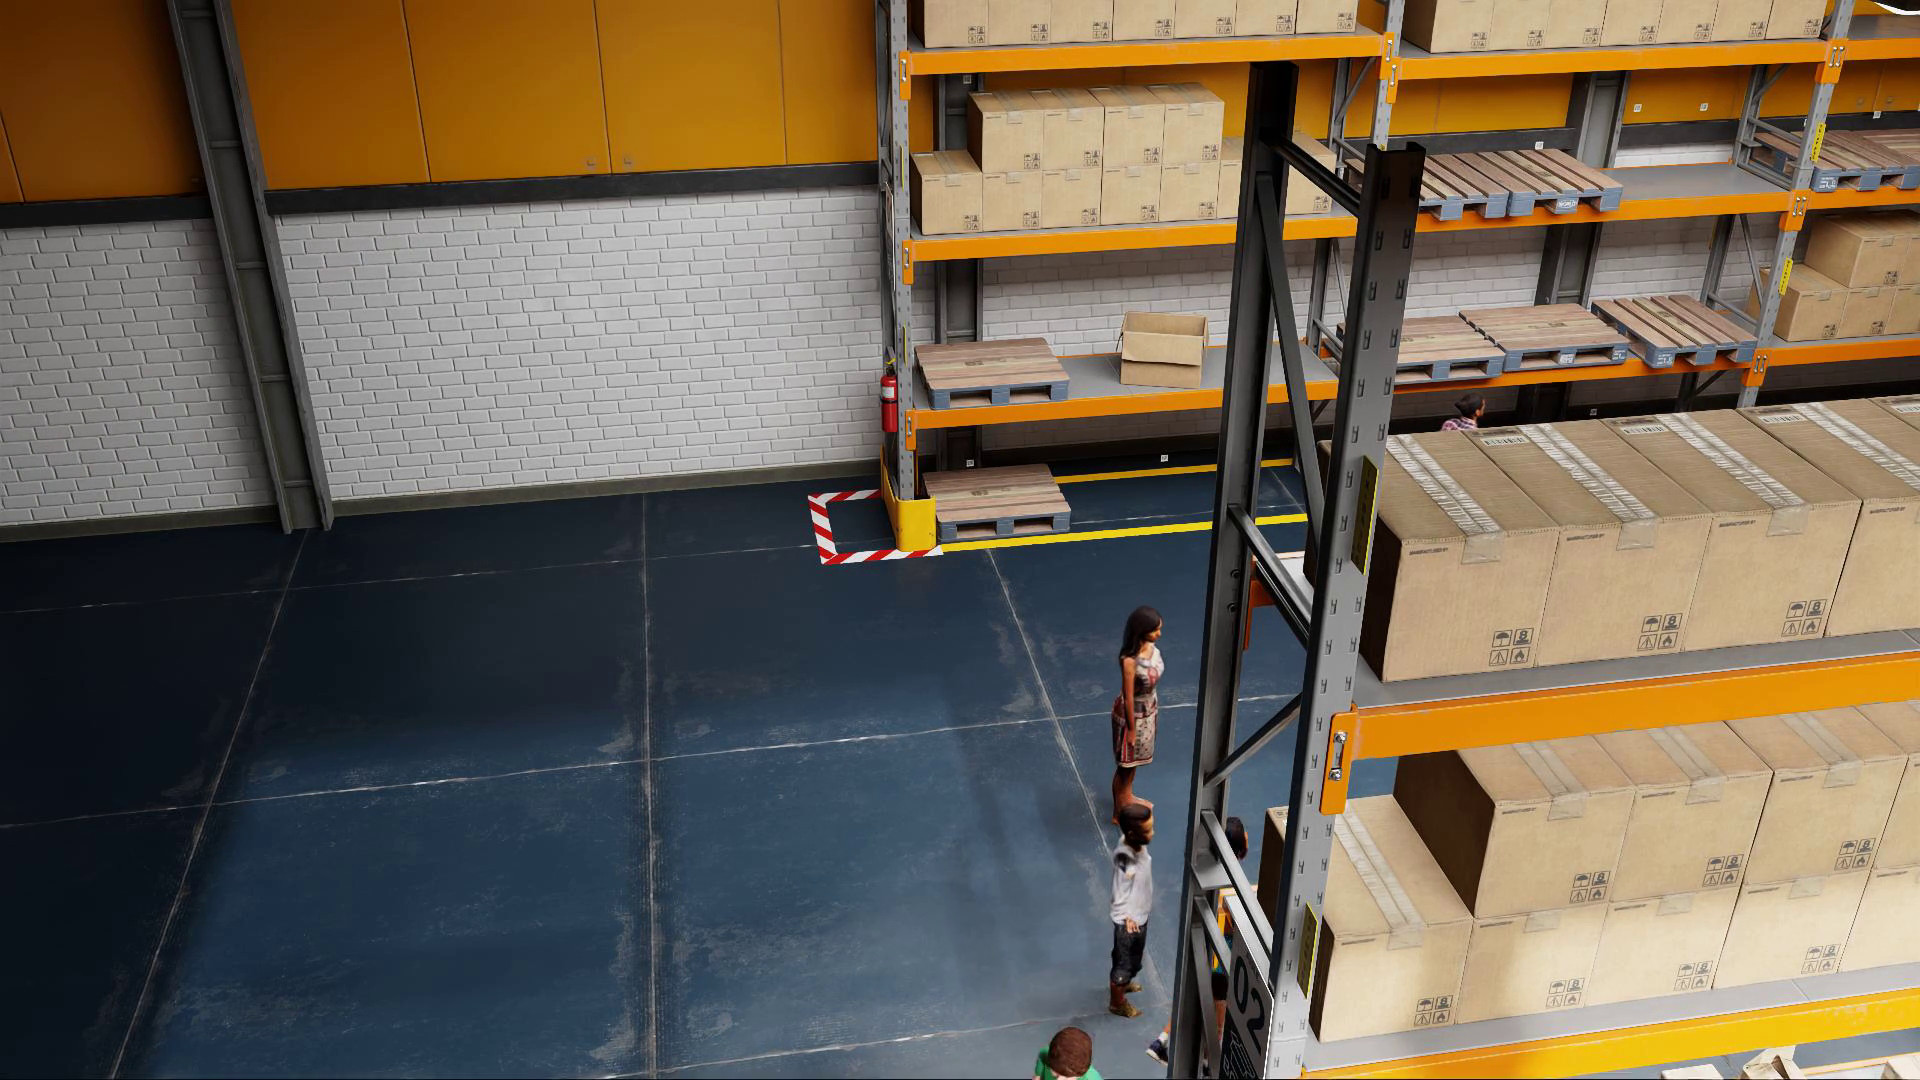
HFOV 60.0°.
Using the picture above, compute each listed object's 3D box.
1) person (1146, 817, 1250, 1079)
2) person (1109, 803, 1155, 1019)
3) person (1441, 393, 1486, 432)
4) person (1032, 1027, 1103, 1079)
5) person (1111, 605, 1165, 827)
[{"bbox_3d":[1.309,2.251,8.895,0.899,1.766,0.758,-14,32,-25],"label":"person"},{"bbox_3d":[0.974,2.058,9.575,0.626,1.453,0.645,6,29,10],"label":"person"},{"bbox_3d":[4.124,-0.407,13.774,0.697,1.759,0.754,-14,31,-23],"label":"person"},{"bbox_3d":[0.560,2.841,7.970,1.071,1.616,0.909,-19,34,-31],"label":"person"},{"bbox_3d":[1.157,1.151,11.039,0.720,1.643,0.725,11,30,19],"label":"person"}]
